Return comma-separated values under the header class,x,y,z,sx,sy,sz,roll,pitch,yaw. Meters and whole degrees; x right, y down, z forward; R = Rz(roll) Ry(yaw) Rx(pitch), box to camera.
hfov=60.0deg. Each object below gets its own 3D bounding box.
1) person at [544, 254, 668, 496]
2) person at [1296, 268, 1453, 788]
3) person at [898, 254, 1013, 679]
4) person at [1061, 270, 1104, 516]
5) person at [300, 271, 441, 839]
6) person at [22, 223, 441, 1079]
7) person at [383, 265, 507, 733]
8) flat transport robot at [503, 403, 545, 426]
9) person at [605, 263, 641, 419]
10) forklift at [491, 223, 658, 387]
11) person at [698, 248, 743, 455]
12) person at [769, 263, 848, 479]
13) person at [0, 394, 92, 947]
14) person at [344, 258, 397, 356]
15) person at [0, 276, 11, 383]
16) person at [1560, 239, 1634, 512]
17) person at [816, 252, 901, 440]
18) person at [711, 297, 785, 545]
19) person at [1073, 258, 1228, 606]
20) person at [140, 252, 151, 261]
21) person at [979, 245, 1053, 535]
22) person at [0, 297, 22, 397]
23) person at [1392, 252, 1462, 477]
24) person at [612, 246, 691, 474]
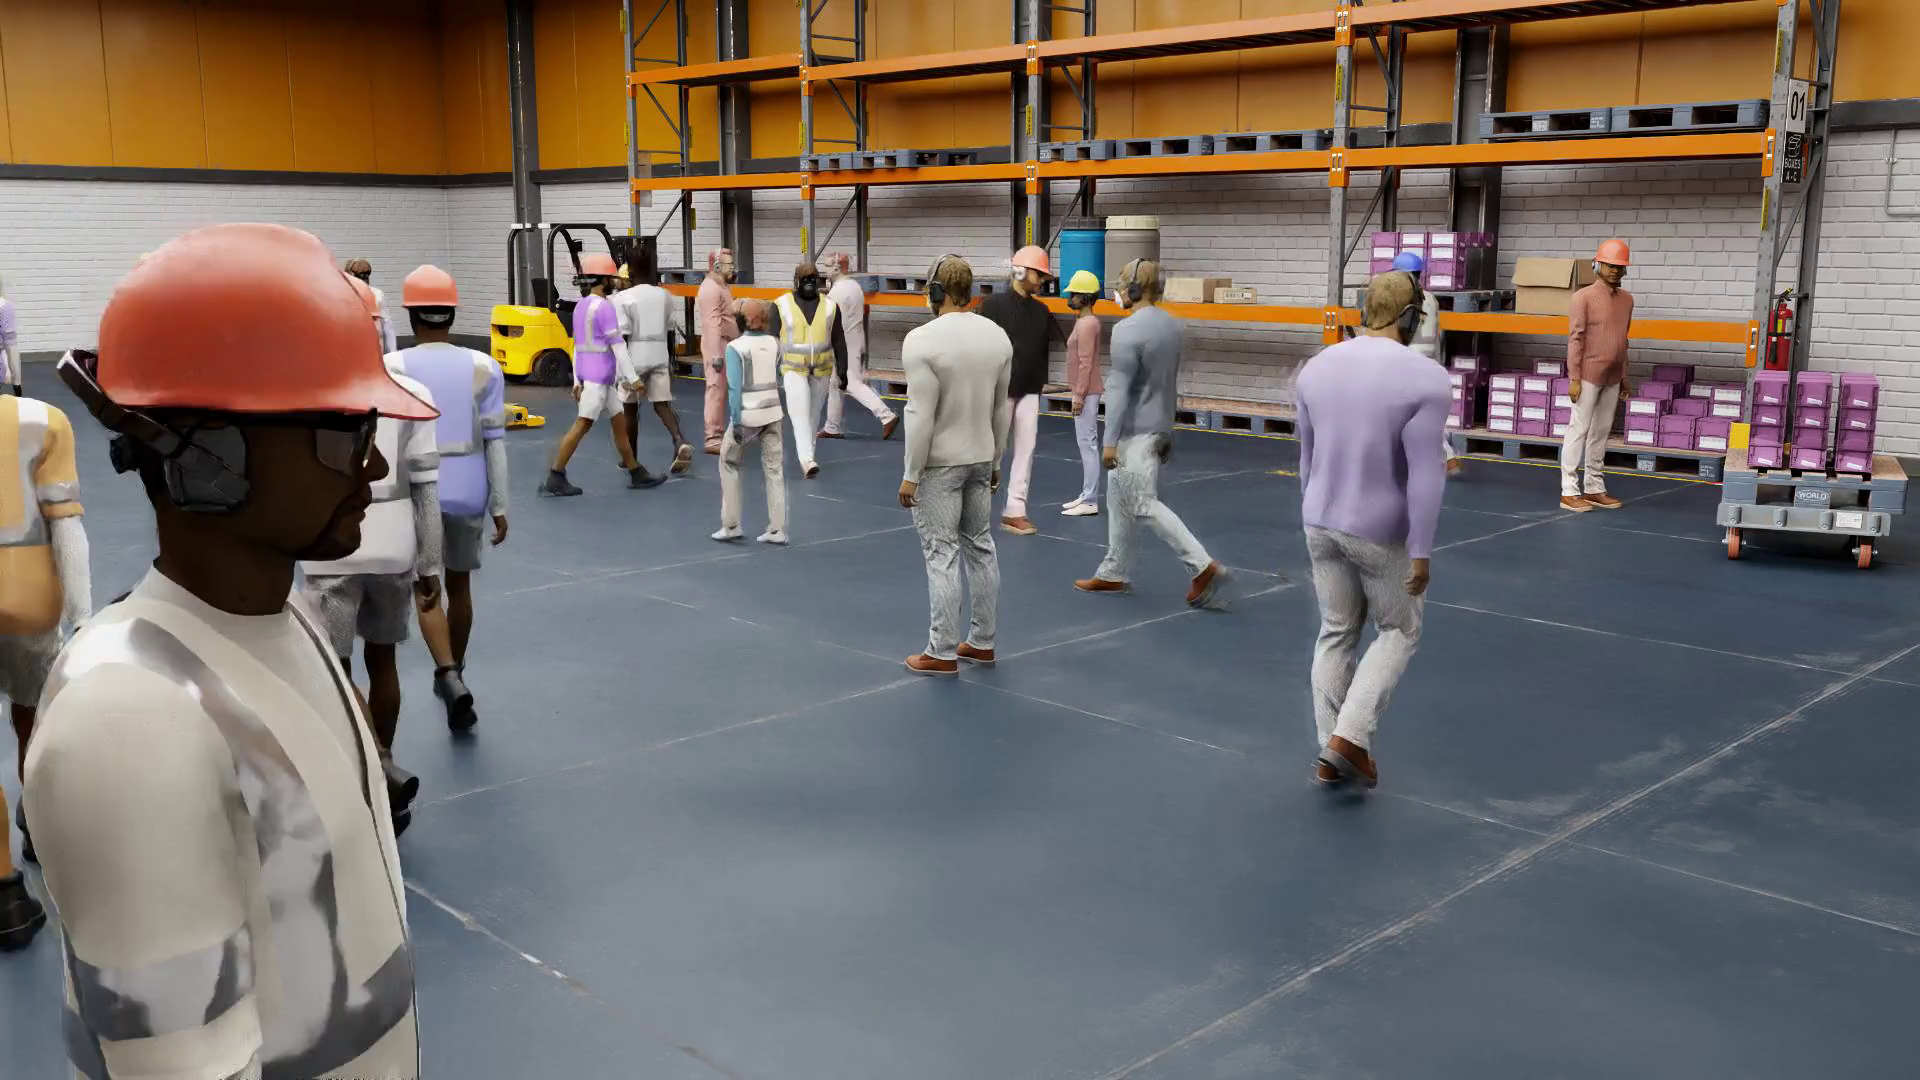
class,x,y,z,sx,sy,sz,roll,pitch,yaw
person,-2.842,-1.287,13.039,1.032,1.885,0.554,-5,12,-27
person,1.468,-0.019,6.021,0.459,1.911,0.634,-10,14,-44
person,-0.032,-0.333,7.639,0.358,1.937,0.636,10,15,44
person,0.889,-1.059,12.062,0.305,1.772,0.525,1,10,6
person,-2.009,0.059,5.604,0.558,1.914,0.825,-7,12,-33
person,-0.716,0.704,1.771,0.543,2.037,0.633,-2,11,-10
person,-2.145,-0.175,6.884,0.556,1.909,0.894,-5,12,-27
flat transport robot,-5.111,-1.264,17.264,1.431,0.197,0.652,-10,14,-44
person,-3.561,-2.099,17.826,0.490,1.725,0.576,-2,10,-8
forklift,-5.316,-3.263,22.920,2.313,2.155,1.214,-10,14,-44
person,-2.212,-1.748,15.450,0.403,1.904,0.651,0,10,-2
person,-1.266,-1.430,14.045,0.644,1.783,1.008,-4,11,-19
person,-2.907,0.187,4.970,0.552,1.873,1.037,-6,12,-29
person,-5.472,-1.675,15.334,0.756,1.806,0.617,8,13,38
person,-13.419,-3.032,22.724,0.904,1.801,0.662,2,10,8
person,4.721,-1.207,12.260,0.612,1.991,0.392,-6,12,-29
person,-1.037,-1.902,16.412,0.911,1.873,0.656,2,11,11
person,-1.395,-0.776,10.931,0.636,1.618,0.513,9,14,41
person,1.051,-0.581,9.099,0.910,1.911,0.641,6,12,29
person,-10.561,-2.881,21.921,0.591,1.804,0.808,5,12,26
person,0.321,-1.040,11.443,0.639,1.959,0.722,-6,12,-31
person,-7.581,-1.272,12.830,0.612,1.909,0.458,-5,12,-26
person,3.815,-1.457,13.920,1.023,1.897,0.612,9,14,40
person,-2.635,-1.513,14.084,0.613,1.941,0.884,-9,13,-39
